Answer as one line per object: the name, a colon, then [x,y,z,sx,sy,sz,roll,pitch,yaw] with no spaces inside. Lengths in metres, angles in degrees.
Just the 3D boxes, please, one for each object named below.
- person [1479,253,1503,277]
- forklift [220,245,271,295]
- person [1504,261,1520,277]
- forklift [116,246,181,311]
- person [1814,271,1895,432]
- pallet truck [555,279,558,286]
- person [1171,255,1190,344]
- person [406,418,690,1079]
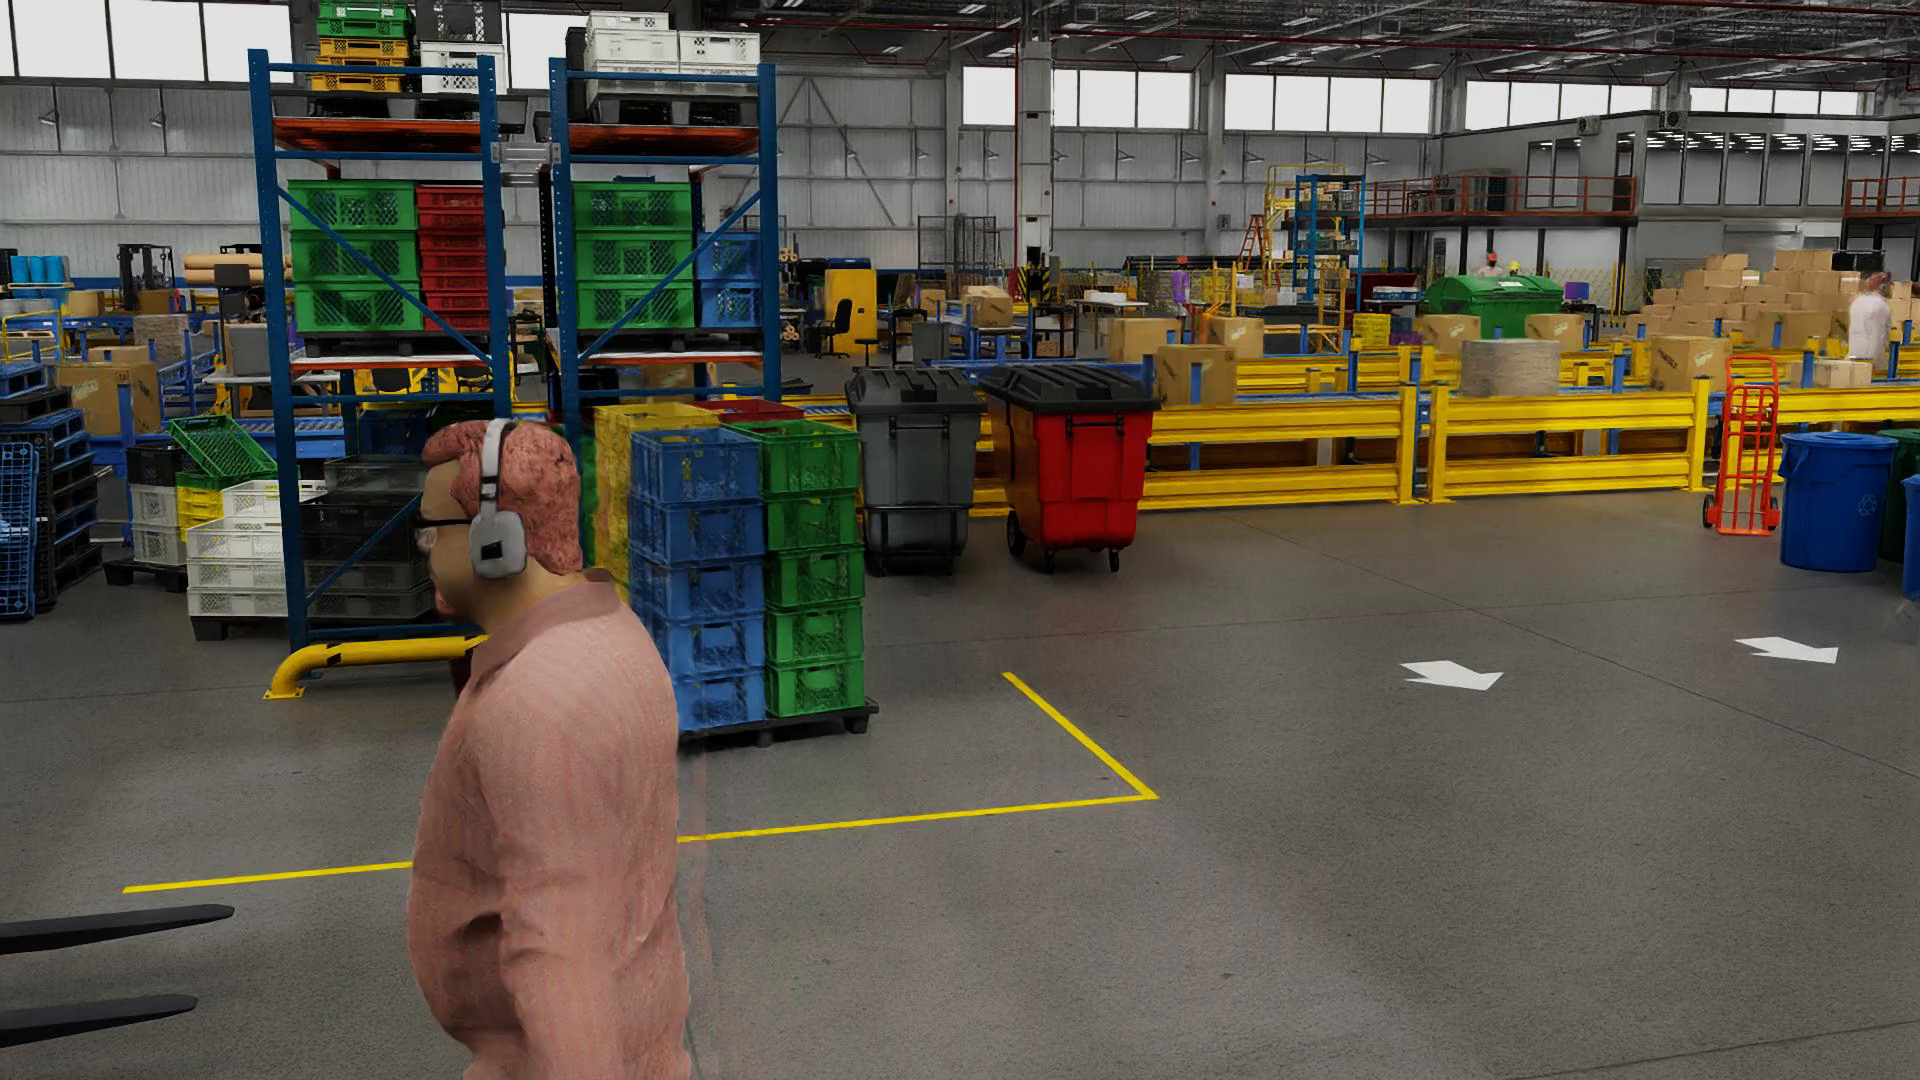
person: [13.454,-6.313,42.277,0.649,1.969,0.604,0,10,1]
forklift: [-17.749,-6.334,41.440,1.157,1.987,2.680,-3,10,-17]
person: [11.720,-5.004,35.290,0.595,1.824,0.404,6,12,30]
forklift: [-19.966,-6.232,40.894,1.157,1.987,2.680,-3,10,-15]
person: [10.290,-2.120,18.907,1.037,1.857,0.633,-1,10,-7]
pallet truck: [-10.604,-6.375,44.520,0.653,1.274,1.630,-3,10,-15]
person: [4.761,-5.138,35.703,0.351,1.940,0.551,-5,11,-28]
person: [-0.722,0.757,2.499,0.894,1.869,0.681,0,10,-1]
